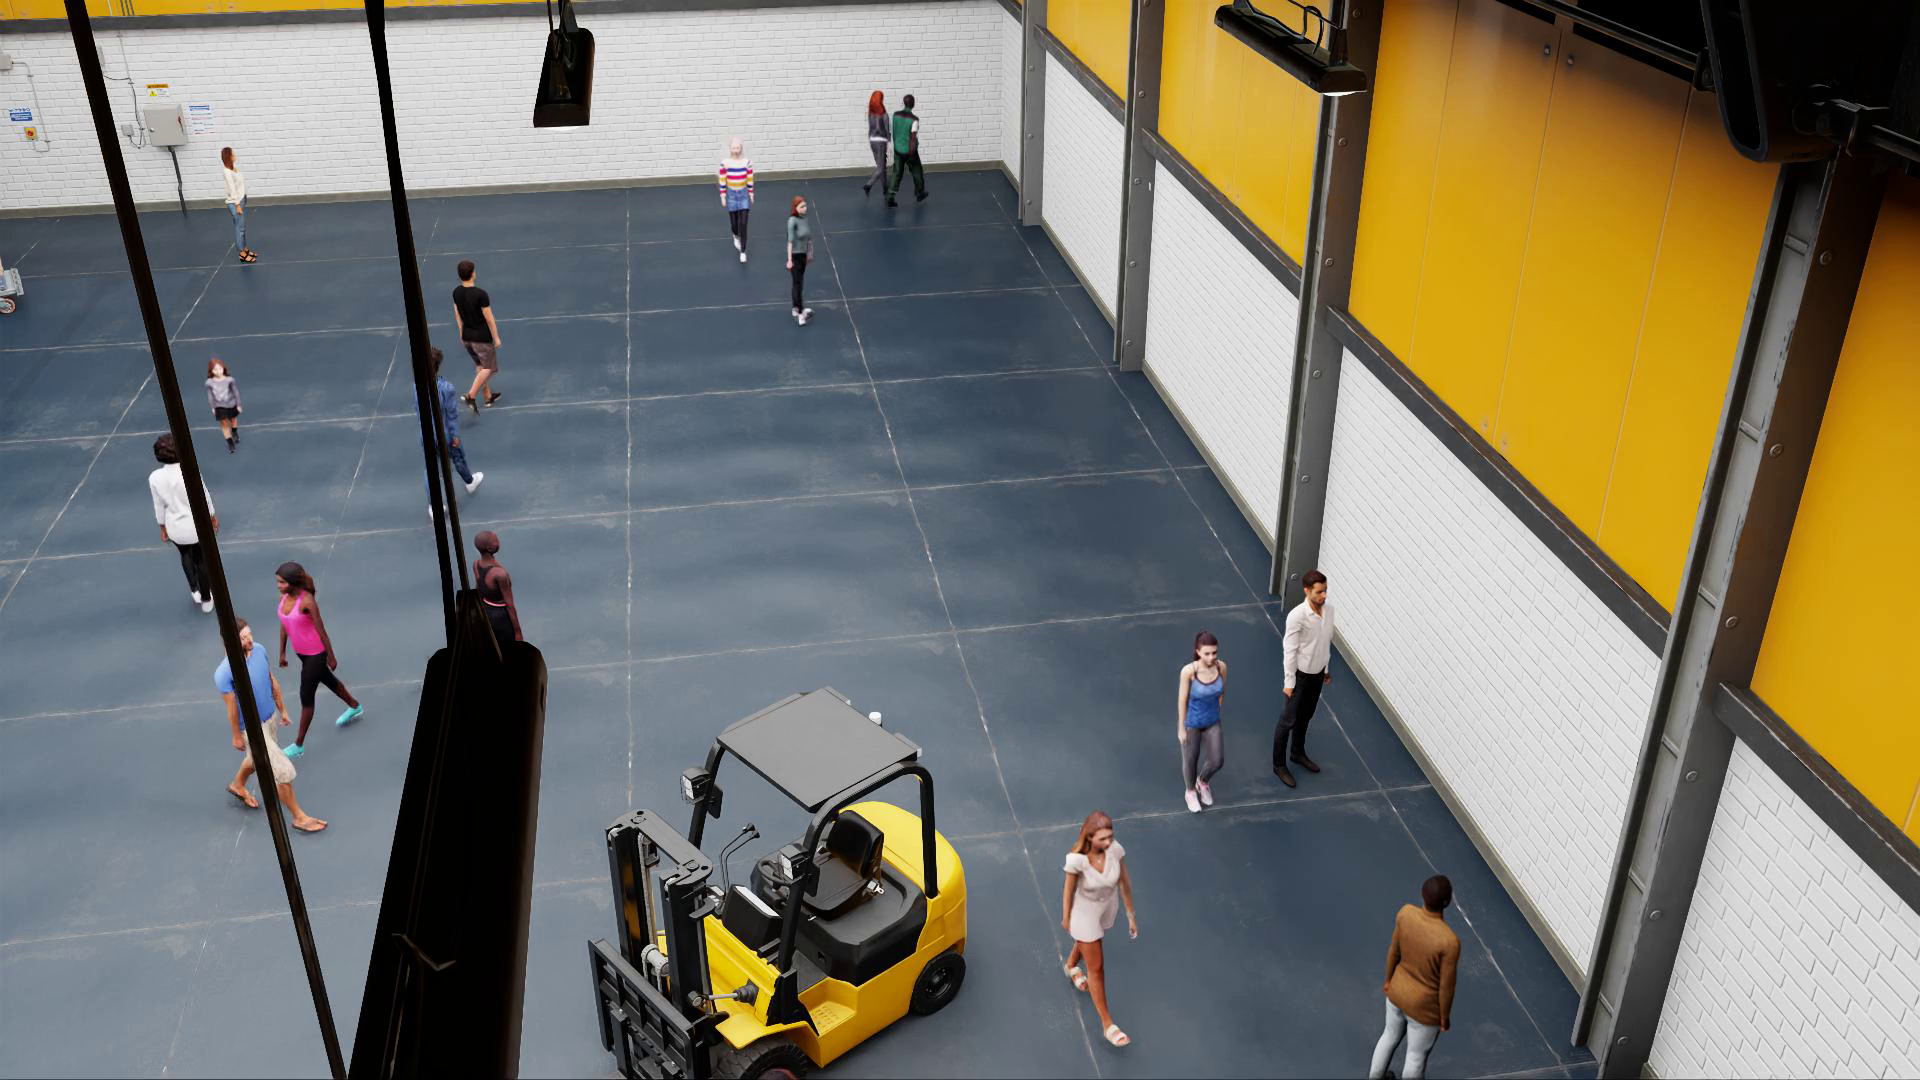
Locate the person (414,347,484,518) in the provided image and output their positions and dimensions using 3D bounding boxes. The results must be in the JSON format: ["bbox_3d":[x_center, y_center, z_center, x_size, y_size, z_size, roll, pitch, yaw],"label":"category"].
[{"bbox_3d":[-5.462,-1.084,17.320,0.982,1.766,1.243,6,29,11],"label":"person"}]

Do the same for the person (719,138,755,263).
[{"bbox_3d":[-3.282,-5.063,24.585,0.684,1.793,1.021,-4,29,-7],"label":"person"}]

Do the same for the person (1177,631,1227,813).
[{"bbox_3d":[1.845,1.393,12.953,0.566,1.598,0.584,-6,29,-11],"label":"person"}]

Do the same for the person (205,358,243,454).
[{"bbox_3d":[-8.366,-1.571,18.931,0.616,1.078,0.840,-13,31,-23],"label":"person"}]

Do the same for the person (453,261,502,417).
[{"bbox_3d":[-5.725,-2.359,19.574,1.020,1.845,1.138,13,31,22],"label":"person"}]

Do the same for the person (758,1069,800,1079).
[{"bbox_3d":[-0.978,3.513,8.944,0.681,1.714,0.737,17,33,29],"label":"person"}]

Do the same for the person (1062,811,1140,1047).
[{"bbox_3d":[0.851,2.427,11.008,0.818,1.646,1.195,-14,32,-24],"label":"person"}]

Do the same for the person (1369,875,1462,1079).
[{"bbox_3d":[2.776,2.802,10.150,0.779,1.810,0.649,-18,33,-29],"label":"person"}]

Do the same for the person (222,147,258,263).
[{"bbox_3d":[-10.660,-4.956,24.507,0.694,1.680,0.493,-7,29,-13],"label":"person"}]

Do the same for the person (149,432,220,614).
[{"bbox_3d":[-7.231,-0.115,15.510,0.648,1.798,0.604,-6,29,-11],"label":"person"}]

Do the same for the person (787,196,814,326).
[{"bbox_3d":[-2.168,-3.782,22.305,0.881,1.727,0.817,12,31,21],"label":"person"}]

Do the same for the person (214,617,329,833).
[{"bbox_3d":[-5.454,1.381,12.724,1.061,1.838,1.223,8,30,14],"label":"person"}]

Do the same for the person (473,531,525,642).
[{"bbox_3d":[-3.909,0.703,14.051,0.667,1.758,0.734,20,34,32],"label":"person"}]

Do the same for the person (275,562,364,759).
[{"bbox_3d":[-5.297,0.912,13.762,1.075,1.668,1.156,18,33,29],"label":"person"}]

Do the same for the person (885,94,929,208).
[{"bbox_3d":[-0.938,-6.178,26.631,1.197,1.792,1.283,18,33,29],"label":"person"}]

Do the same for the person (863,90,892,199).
[{"bbox_3d":[-1.361,-6.400,27.072,1.030,1.758,1.050,21,35,33],"label":"person"}]

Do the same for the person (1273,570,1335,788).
[{"bbox_3d":[2.743,1.068,13.265,0.730,1.871,0.713,-21,35,-33],"label":"person"}]
